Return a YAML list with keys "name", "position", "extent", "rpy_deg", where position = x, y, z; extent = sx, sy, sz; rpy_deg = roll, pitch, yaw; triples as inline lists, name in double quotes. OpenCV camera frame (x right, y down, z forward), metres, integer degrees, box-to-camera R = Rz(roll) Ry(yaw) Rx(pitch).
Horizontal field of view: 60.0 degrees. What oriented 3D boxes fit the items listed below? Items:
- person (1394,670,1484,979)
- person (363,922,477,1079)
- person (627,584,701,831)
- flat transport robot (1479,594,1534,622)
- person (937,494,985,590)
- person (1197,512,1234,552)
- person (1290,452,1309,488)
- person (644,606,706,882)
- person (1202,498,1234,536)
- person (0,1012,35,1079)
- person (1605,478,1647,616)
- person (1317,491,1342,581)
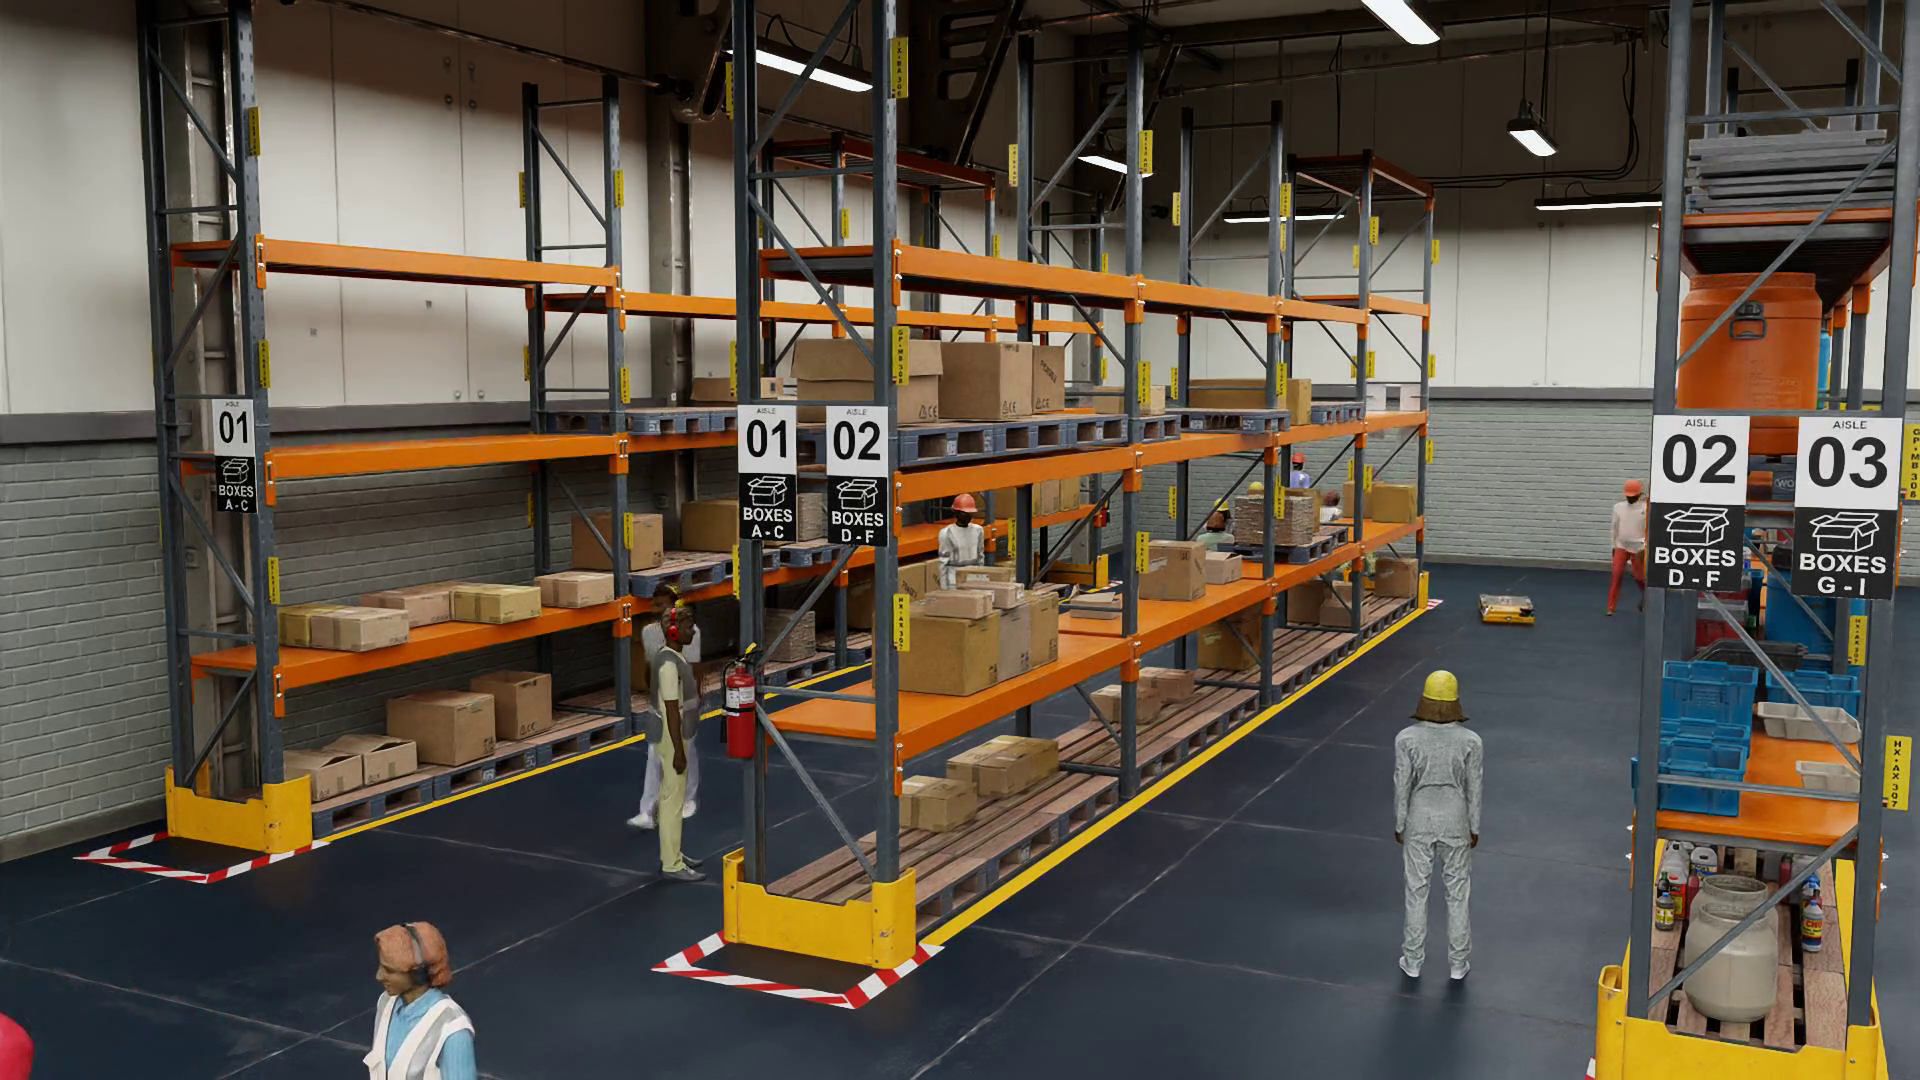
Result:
- name: "person"
  position: [2.689, 1.598, 9.382]
  extent: [0.487, 1.744, 0.297]
  rpy_deg: [1, 6, 11]
- name: "person"
  position: [-1.763, 2.051, 5.485]
  extent: [0.521, 1.636, 0.311]
  rpy_deg: [5, 8, 41]
- name: "person"
  position: [-2.168, 1.245, 12.424]
  extent: [0.542, 1.820, 0.955]
  rpy_deg: [1, 6, 14]
- name: "flat transport robot"
  position: [7.522, 0.934, 22.918]
  extent: [0.652, 0.197, 1.431]
  rpy_deg: [2, 6, 15]
- name: "person"
  position: [0.035, 0.485, 18.844]
  extent: [0.601, 2.035, 0.415]
  rpy_deg: [-4, 7, -35]
- name: "person"
  position: [3.233, 0.457, 21.005]
  extent: [0.499, 1.633, 0.286]
  rpy_deg: [0, 6, 3]
- name: "person"
  position: [6.025, -0.597, 29.784]
  extent: [0.547, 1.939, 0.376]
  rpy_deg: [5, 8, 41]
- name: "person"
  position: [-1.927, 1.360, 11.200]
  extent: [0.390, 1.846, 0.565]
  rpy_deg: [-1, 6, -11]
- name: "person"
  position: [3.412, 0.320, 21.805]
  extent: [0.489, 1.743, 0.323]
  rpy_deg: [-1, 6, -6]
- name: "person"
  position: [-3.191, 2.039, 5.241]
  extent: [0.590, 1.700, 0.884]
  rpy_deg: [2, 6, 20]
- name: "person"
  position: [9.381, 0.091, 23.165]
  extent: [0.621, 1.937, 0.876]
  rpy_deg: [5, 8, 42]
- name: "person"
  position: [5.583, 0.061, 25.124]
  extent: [0.818, 1.615, 0.520]
  rpy_deg: [-4, 7, -32]
